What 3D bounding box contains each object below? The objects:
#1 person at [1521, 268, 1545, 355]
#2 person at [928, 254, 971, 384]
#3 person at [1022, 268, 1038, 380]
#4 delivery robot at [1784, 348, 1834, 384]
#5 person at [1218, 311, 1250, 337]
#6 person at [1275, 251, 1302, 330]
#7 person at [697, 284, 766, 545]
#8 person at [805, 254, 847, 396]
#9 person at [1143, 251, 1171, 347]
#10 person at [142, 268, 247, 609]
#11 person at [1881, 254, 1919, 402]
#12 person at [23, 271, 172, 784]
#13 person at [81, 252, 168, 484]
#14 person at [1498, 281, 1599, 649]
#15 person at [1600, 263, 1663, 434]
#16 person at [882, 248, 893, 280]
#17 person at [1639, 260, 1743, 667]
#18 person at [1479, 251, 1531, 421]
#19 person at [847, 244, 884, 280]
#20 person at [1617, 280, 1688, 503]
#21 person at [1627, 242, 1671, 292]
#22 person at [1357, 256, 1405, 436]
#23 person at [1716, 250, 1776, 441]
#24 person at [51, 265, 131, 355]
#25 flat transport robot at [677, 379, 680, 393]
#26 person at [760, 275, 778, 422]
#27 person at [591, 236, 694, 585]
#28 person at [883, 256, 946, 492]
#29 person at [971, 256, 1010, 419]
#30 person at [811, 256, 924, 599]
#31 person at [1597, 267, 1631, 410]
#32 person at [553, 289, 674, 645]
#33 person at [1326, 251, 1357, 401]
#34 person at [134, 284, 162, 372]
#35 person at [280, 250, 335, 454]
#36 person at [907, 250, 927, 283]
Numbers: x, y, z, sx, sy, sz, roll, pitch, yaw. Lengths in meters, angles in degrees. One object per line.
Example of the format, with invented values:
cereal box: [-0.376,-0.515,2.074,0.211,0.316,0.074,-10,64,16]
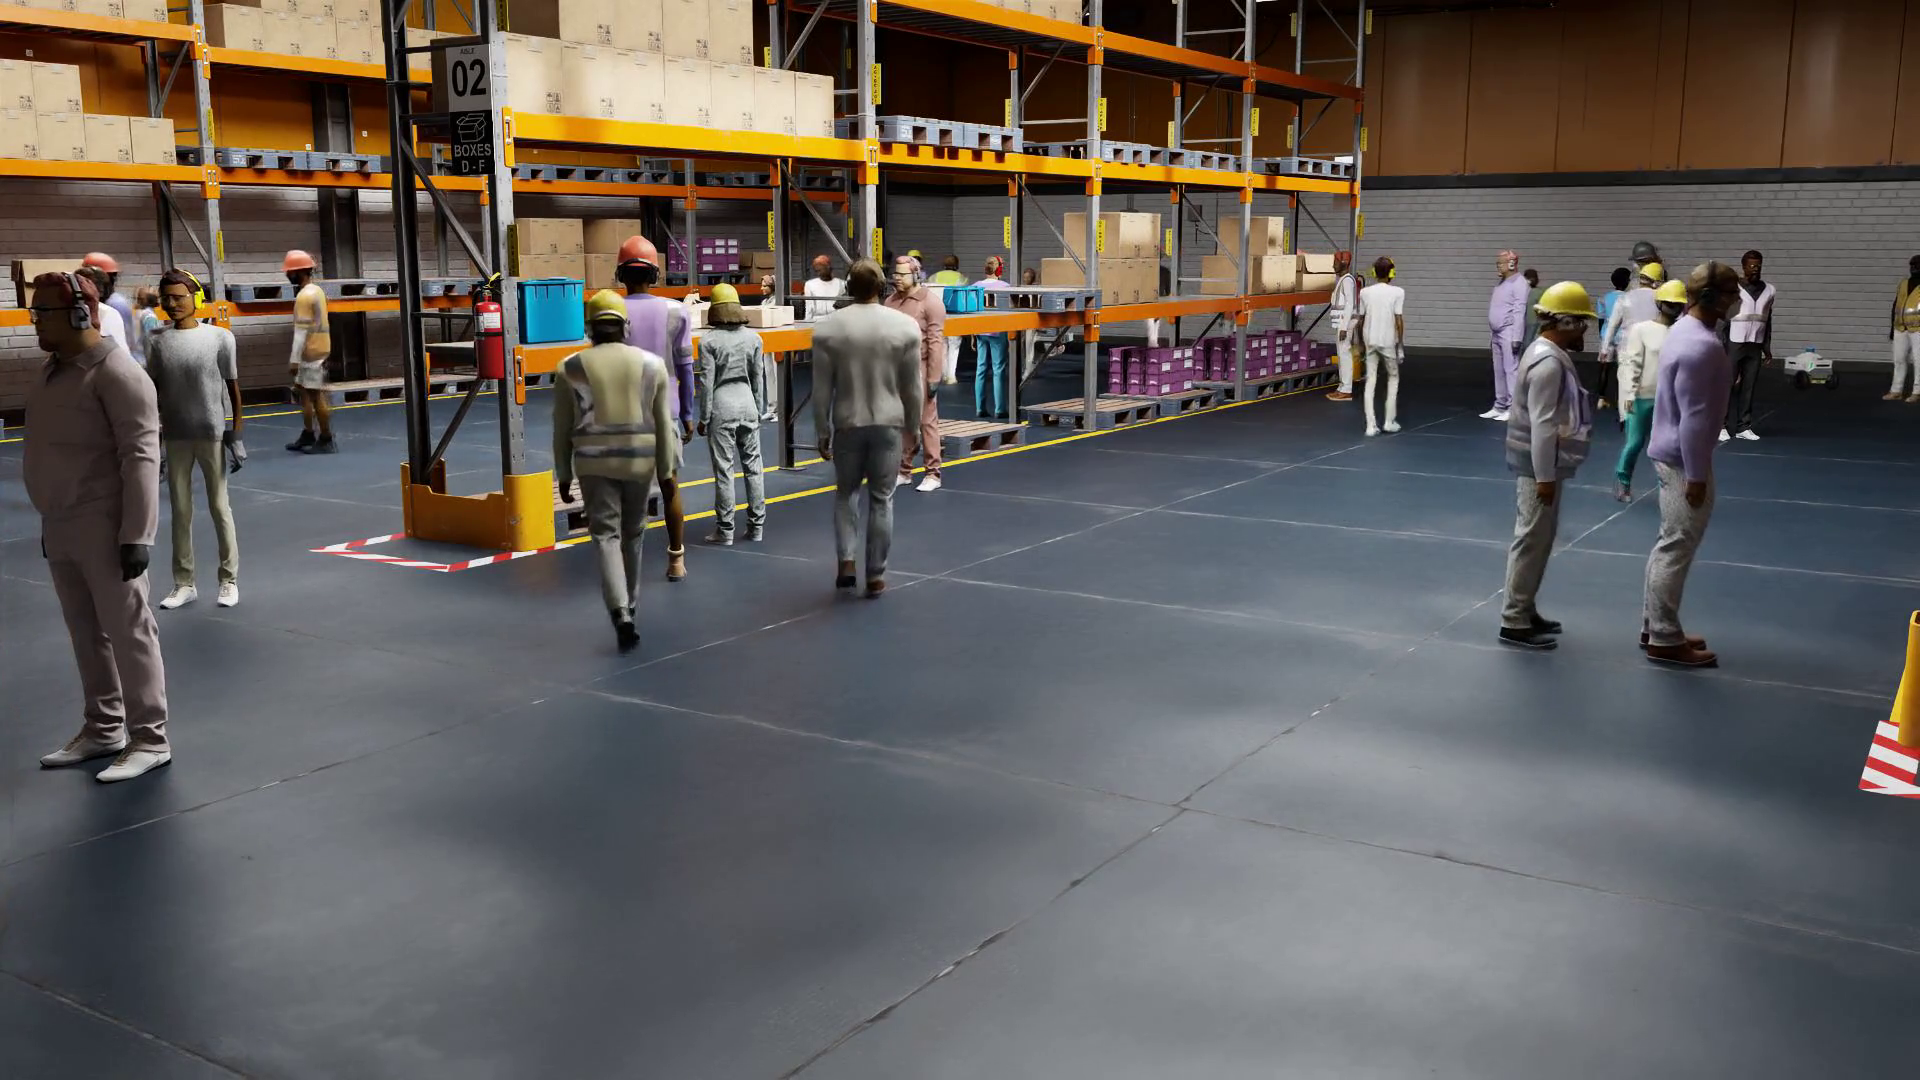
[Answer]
person: [8.339,-3.167,24.342,0.544,1.613,0.514,-8,13,-39]
person: [-0.107,-3.148,23.694,0.648,1.816,0.758,3,11,15]
person: [0.959,-3.132,24.122,0.533,1.618,0.403,6,12,31]
delivery robot: [11.534,-2.369,22.598,0.477,0.478,0.707,-1,11,-2]
person: [4.168,-3.371,25.338,0.550,1.661,0.625,8,13,37]
person: [5.076,-3.511,25.454,0.517,1.911,0.549,-3,11,-18]
person: [-1.539,-0.834,11.103,0.484,1.735,0.311,-8,13,-36]
person: [-1.601,-2.606,20.581,0.598,1.863,0.737,1,10,3]
person: [3.147,-3.858,27.326,0.610,1.937,1.060,-3,11,-18]
person: [-4.214,-0.551,9.160,0.535,1.868,0.309,-1,10,-7]
person: [11.938,-2.645,20.842,0.429,1.842,0.628,-5,11,-24]
person: [-3.278,-0.045,6.252,0.653,1.906,0.405,7,12,33]
person: [-6.638,-1.289,13.084,0.488,1.930,0.596,-7,13,-36]
person: [2.940,-0.373,8.328,0.404,1.825,0.604,4,11,19]
person: [7.077,-1.996,17.418,0.698,1.787,0.756,5,11,26]
person: [-0.963,-2.682,20.838,0.990,1.910,0.631,7,12,34]
person: [3.478,-0.359,7.944,0.371,1.934,0.629,4,11,19]
person: [6.141,-2.295,18.739,0.401,1.904,0.646,-1,10,-7]
person: [-1.103,-2.662,20.359,0.605,2.048,0.372,9,14,42]
person: [5.248,-1.091,12.511,0.529,1.735,0.827,1,10,6]
person: [8.371,-2.659,20.366,0.715,2.000,0.634,-10,14,-43]
person: [4.436,-2.027,17.389,0.565,1.844,0.741,7,12,33]
person: [7.932,-1.964,16.851,0.596,1.917,0.374,-1,10,-8]
person: [-6.182,-1.041,11.951,0.633,1.841,0.429,3,11,18]
flat transport robot: [-4.174,-1.917,21.157,1.431,0.197,0.652,-7,12,-32]
person: [-2.080,-2.130,18.563,0.317,1.633,0.521,-7,12,-34]
person: [-1.867,-0.753,9.791,0.605,2.045,0.378,-4,11,-20]
person: [-0.413,-1.343,13.481,0.636,1.899,0.396,9,13,40]
person: [0.354,-2.298,18.901,0.567,1.844,0.375,7,12,33]
person: [-0.515,-0.632,9.437,0.625,1.925,0.452,0,10,3]
person: [7.852,-2.396,19.856,0.318,1.700,0.535,-8,13,-38]
person: [-1.750,-0.377,8.457,0.598,1.787,0.921,-4,11,-20]
person: [4.847,-2.703,21.044,0.338,1.882,0.582,2,10,8]
person: [-8.126,-1.764,16.668,0.895,1.585,0.507,-9,14,-41]
person: [-6.225,-1.751,15.646,0.602,1.922,0.574,-2,10,-10]
person: [-0.677,-3.412,24.994,0.492,1.877,0.705,-7,13,-36]
